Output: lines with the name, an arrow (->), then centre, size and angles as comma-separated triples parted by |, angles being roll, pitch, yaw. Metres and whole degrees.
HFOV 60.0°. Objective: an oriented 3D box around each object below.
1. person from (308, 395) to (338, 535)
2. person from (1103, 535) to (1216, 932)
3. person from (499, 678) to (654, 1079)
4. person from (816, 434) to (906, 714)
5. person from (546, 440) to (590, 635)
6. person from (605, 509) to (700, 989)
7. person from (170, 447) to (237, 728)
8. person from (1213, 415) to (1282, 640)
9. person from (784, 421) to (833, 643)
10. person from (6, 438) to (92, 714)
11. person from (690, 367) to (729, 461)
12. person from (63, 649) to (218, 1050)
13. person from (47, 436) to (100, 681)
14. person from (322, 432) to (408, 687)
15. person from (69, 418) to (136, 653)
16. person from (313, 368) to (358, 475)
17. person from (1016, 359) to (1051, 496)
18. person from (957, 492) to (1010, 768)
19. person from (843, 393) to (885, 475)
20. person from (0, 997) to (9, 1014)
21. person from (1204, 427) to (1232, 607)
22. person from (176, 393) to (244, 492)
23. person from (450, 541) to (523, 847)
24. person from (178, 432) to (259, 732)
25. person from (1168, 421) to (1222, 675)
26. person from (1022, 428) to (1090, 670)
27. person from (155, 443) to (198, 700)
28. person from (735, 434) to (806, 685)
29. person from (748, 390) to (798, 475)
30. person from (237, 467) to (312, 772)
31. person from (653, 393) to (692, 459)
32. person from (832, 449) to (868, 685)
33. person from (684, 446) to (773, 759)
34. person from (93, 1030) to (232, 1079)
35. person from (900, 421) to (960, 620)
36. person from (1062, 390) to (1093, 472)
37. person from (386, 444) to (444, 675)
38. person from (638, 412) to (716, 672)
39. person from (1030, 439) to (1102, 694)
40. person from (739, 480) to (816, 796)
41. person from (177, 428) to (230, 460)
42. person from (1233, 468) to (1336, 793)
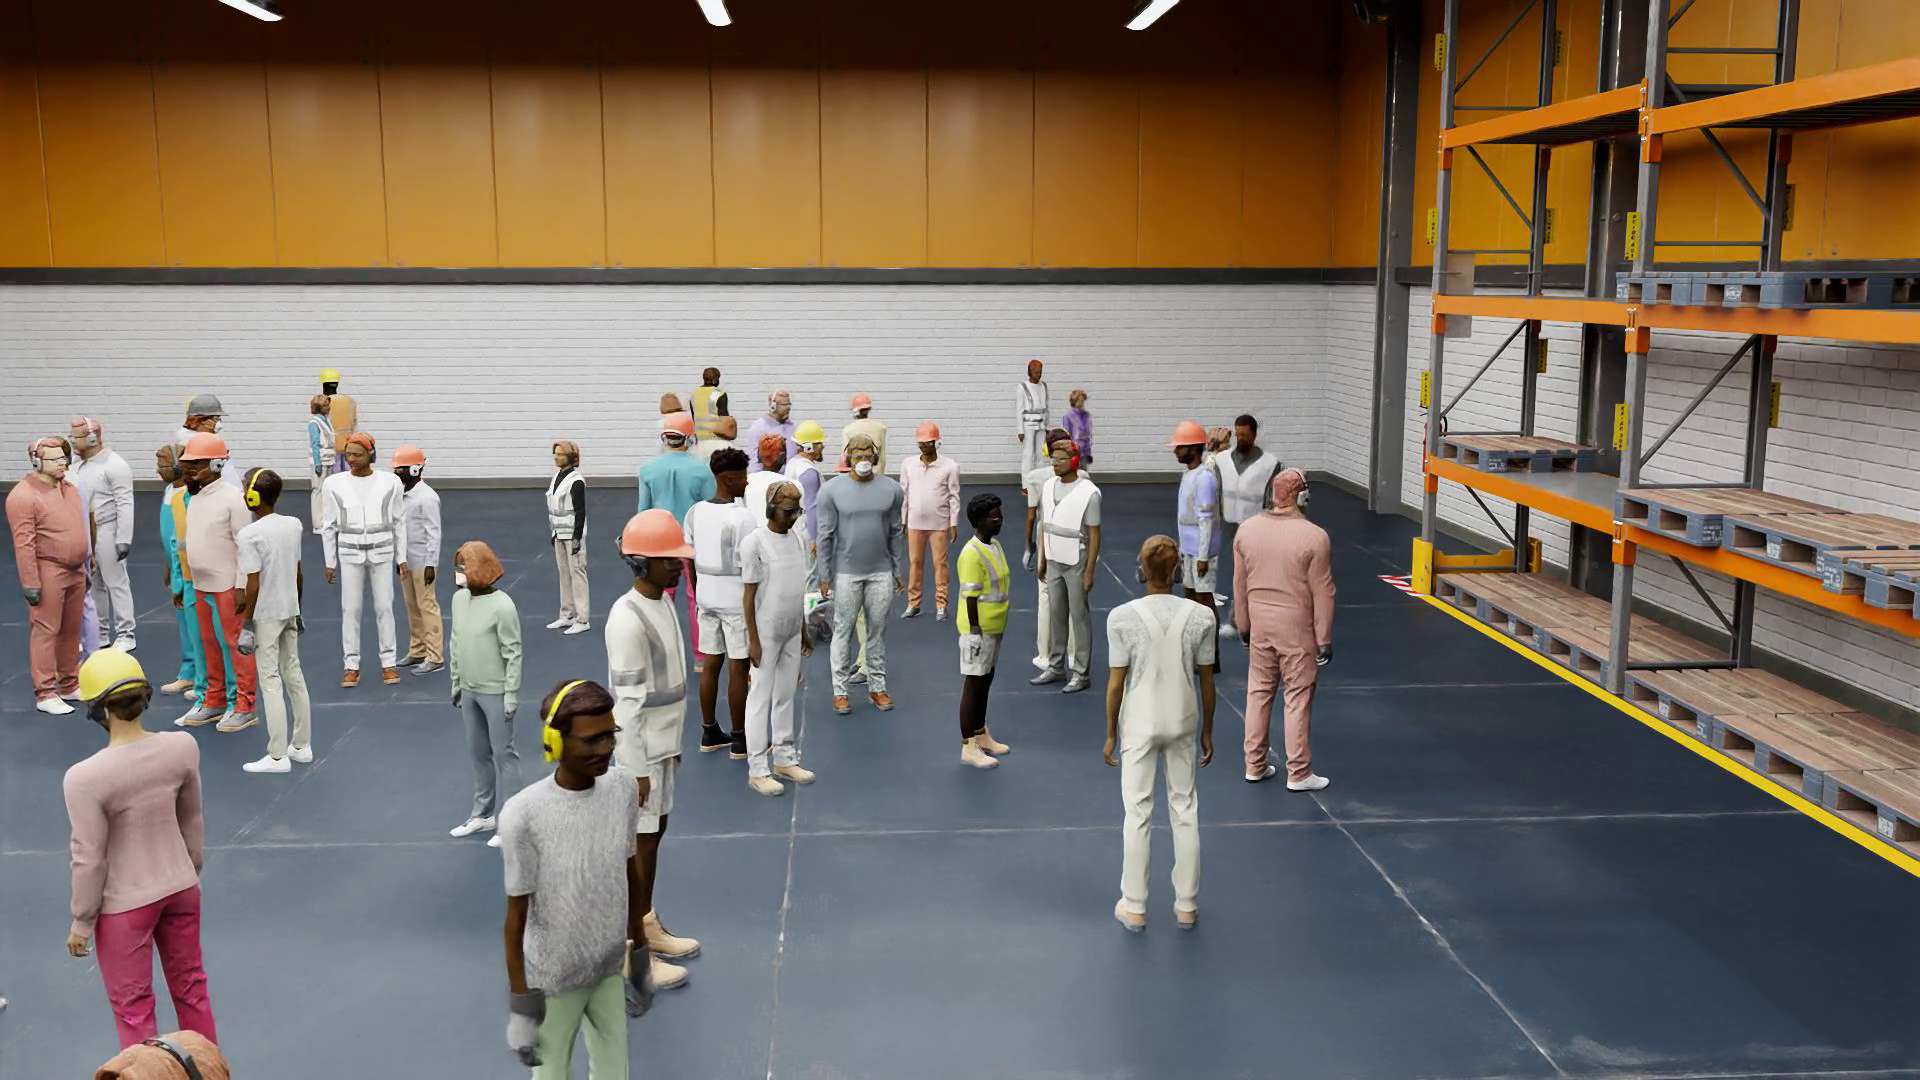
person -> -7.448, -0.879, 19.434 | 0.311, 1.638, 0.523 | -1, 9, -5
person -> 0.920, 0.893, 7.685 | 0.514, 1.836, 0.338 | -1, 9, -5
person -> -1.133, 1.316, 4.973 | 0.322, 1.860, 0.525 | 7, 12, 38
person -> -0.679, 0.232, 11.521 | 0.638, 1.938, 0.356 | -3, 10, -20
person -> -3.315, -0.029, 14.082 | 0.307, 1.645, 0.514 | -7, 12, -38
person -> -1.303, 0.877, 7.145 | 0.396, 2.042, 0.610 | 1, 9, 4
person -> -5.021, 0.305, 11.147 | 0.589, 1.913, 0.392 | 3, 10, 18
person -> 2.405, -0.129, 14.058 | 0.588, 1.865, 1.014 | 7, 11, 36
person -> -1.243, -0.072, 13.760 | 0.404, 1.830, 0.602 | -3, 10, -20
person -> -6.270, 0.241, 11.565 | 0.409, 1.906, 0.652 | 1, 9, 5
person -> -3.244, -1.341, 21.753 | 0.618, 1.836, 0.432 | 7, 11, 37
person -> -2.845, 1.241, 5.751 | 0.328, 1.760, 0.524 | 4, 10, 24
person -> -6.687, 0.135, 12.461 | 0.347, 1.836, 0.518 | 3, 9, 16
person -> -4.377, 0.142, 12.259 | 0.586, 1.882, 0.340 | -3, 10, -19
person -> -6.876, -0.024, 13.235 | 0.648, 1.904, 0.401 | 4, 10, 24
person -> -7.429, -1.078, 19.781 | 0.380, 1.928, 0.586 | 6, 11, 32
person -> 1.015, -1.537, 22.829 | 0.587, 1.878, 0.371 | -8, 12, -41
person -> 0.150, 0.547, 10.303 | 0.315, 1.696, 0.540 | 3, 9, 17
person -> -1.073, -0.724, 18.151 | 0.588, 1.736, 0.385 | -8, 12, -42
person -> -4.150, 1.149, 6.554 | 0.517, 1.678, 0.542 | -6, 11, -34
person -> 2.346, -0.220, 15.297 | 0.311, 1.638, 0.523 | 3, 9, 16
person -> -6.383, -0.243, 14.184 | 0.535, 2.000, 0.682 | -2, 9, -10
person -> -2.527, 0.811, 8.842 | 0.507, 1.631, 0.266 | 7, 11, 36
person -> -4.947, 0.276, 11.066 | 0.611, 1.996, 0.379 | 5, 10, 30
person -> 1.776, 0.059, 12.669 | 0.412, 1.927, 0.546 | -1, 9, -7
person -> 0.745, 0.069, 12.779 | 0.538, 1.863, 0.313 | -1, 9, -4
person -> -5.523, 0.223, 11.889 | 0.505, 1.841, 0.348 | 7, 11, 37
person -> -1.385, 0.156, 12.206 | 0.570, 1.880, 0.354 | 3, 10, 19
person -> -1.815, -0.551, 16.613 | 0.398, 1.895, 0.659 | 7, 12, 39
person -> -4.203, 0.483, 10.146 | 0.328, 1.876, 0.509 | 3, 9, 17
person -> -3.511, -0.956, 19.965 | 0.645, 1.607, 0.532 | 5, 10, 26
person -> -0.771, 0.193, 12.346 | 0.341, 1.749, 0.572 | -1, 9, -4
person -> -1.453, 0.391, 10.443 | 0.613, 1.962, 0.361 | 7, 12, 39
person -> -1.455, 1.713, 3.158 | 0.514, 1.641, 0.307 | 3, 10, 18
person -> -0.280, -0.168, 14.606 | 0.563, 1.753, 0.327 | 2, 9, 15
person -> 1.483, -1.039, 20.507 | 0.330, 1.623, 0.625 | 8, 12, 41
person -> -4.159, 0.141, 12.666 | 0.332, 1.750, 0.573 | -9, 12, -43
person -> -2.129, 0.019, 12.683 | 0.623, 1.992, 0.392 | 1, 9, 4
person -> 0.800, 0.182, 12.118 | 0.390, 1.848, 0.563 | -7, 12, -38
person -> -1.066, 0.560, 9.775 | 0.347, 1.840, 0.505 | 7, 11, 37
person -> -8.268, -0.717, 18.162 | 0.923, 1.722, 0.532 | 7, 12, 39
person -> 1.926, 0.524, 9.794 | 0.655, 1.905, 0.407 | 9, 12, 43
